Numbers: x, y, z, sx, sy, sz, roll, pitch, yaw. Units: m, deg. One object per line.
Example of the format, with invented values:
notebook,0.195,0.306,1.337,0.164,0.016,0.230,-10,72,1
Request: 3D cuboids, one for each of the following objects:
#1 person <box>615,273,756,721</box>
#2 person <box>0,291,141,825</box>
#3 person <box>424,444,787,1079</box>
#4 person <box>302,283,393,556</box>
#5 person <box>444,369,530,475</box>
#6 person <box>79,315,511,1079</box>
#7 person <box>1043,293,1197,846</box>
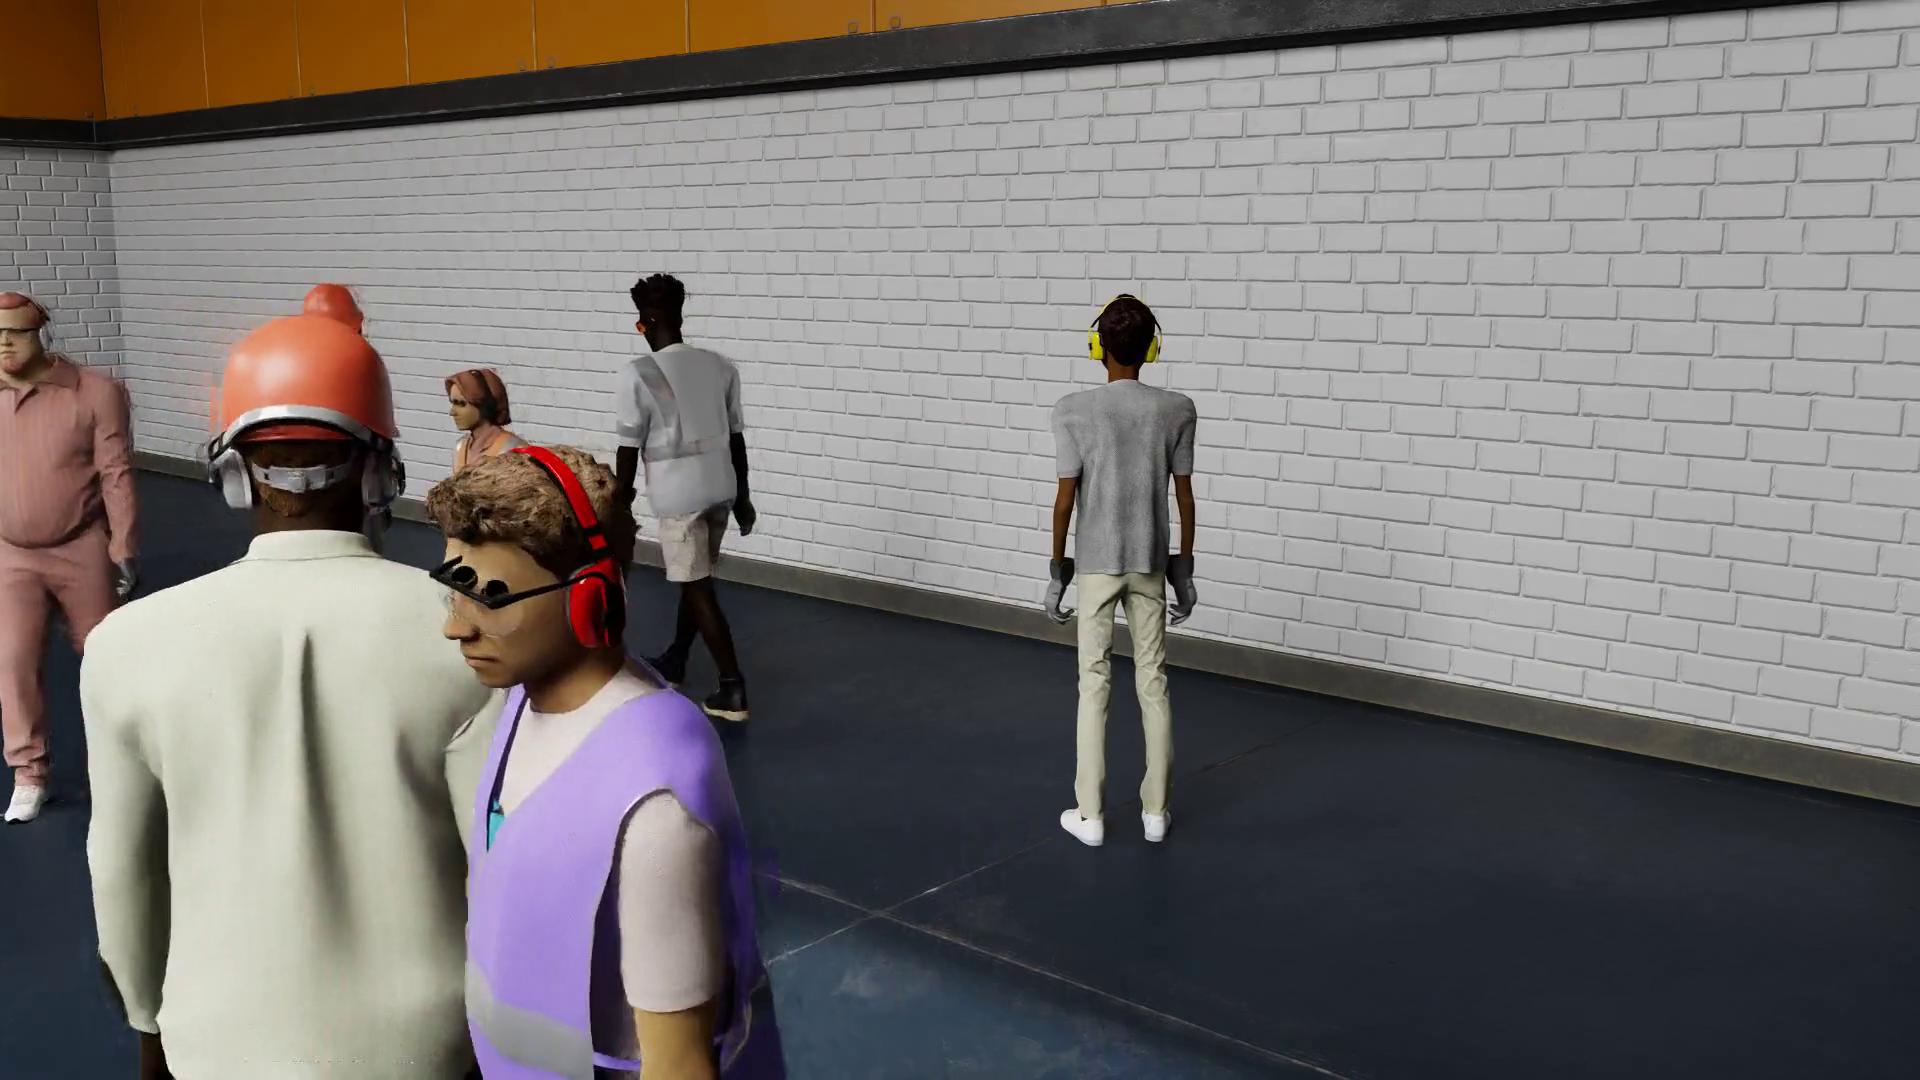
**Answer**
person,-1.232,-0.191,7.250,0.886,1.909,0.633,8,13,38
person,-3.370,0.015,6.177,0.637,1.876,0.906,-3,10,-17
person,-0.375,0.763,2.116,0.757,1.812,0.612,-5,11,-25
person,-2.556,-0.150,7.122,0.363,1.889,0.755,2,10,10
person,-1.746,0.110,6.500,0.933,1.569,0.528,-9,13,-42
person,-0.889,0.662,2.356,0.621,1.933,1.055,-2,10,-12
person,0.544,0.109,5.648,0.532,1.870,0.319,-1,10,-8
